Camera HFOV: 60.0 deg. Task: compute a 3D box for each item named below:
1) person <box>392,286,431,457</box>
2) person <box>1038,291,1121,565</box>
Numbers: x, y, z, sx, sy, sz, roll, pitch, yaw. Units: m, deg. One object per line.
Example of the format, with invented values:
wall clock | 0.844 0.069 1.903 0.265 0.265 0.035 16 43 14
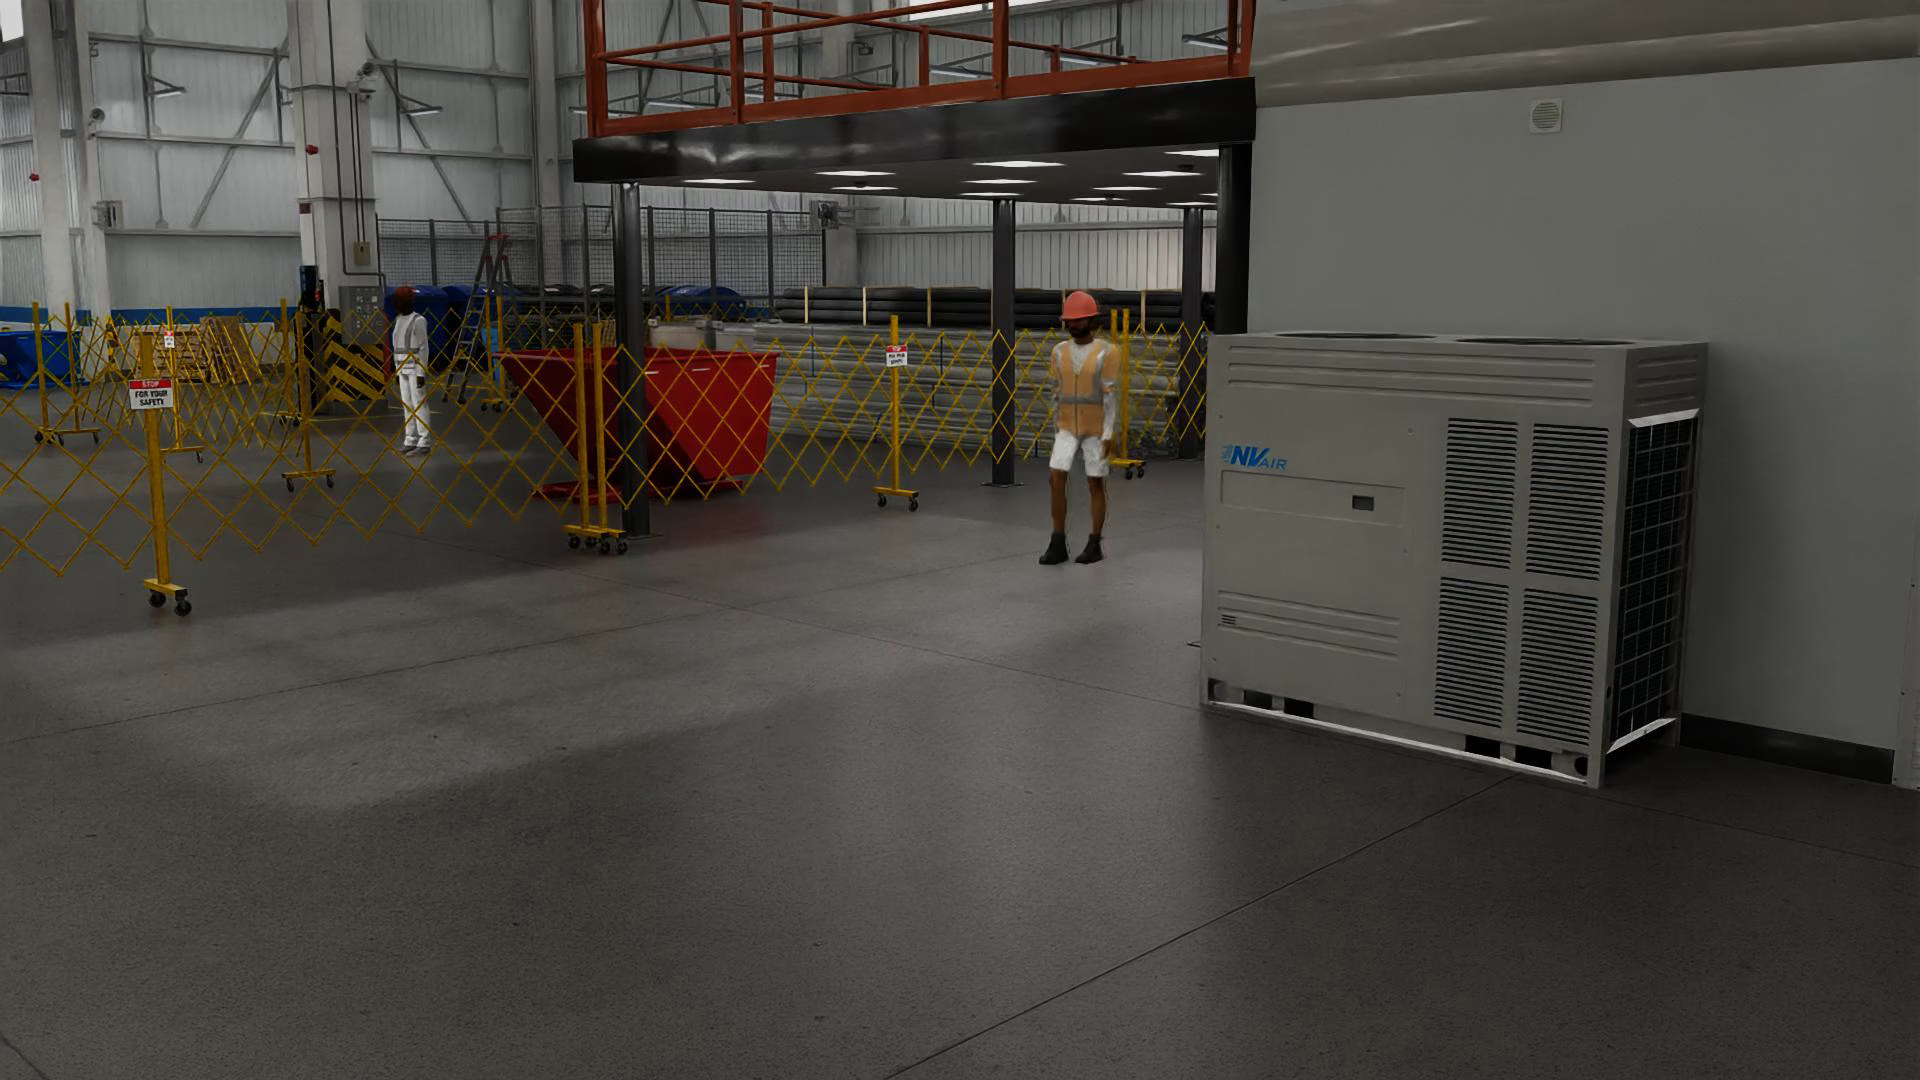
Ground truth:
person | -6.075 -1.857 18.384 0.574 1.883 0.355 9 13 43
person | 0.818 -0.752 11.533 0.546 1.914 0.722 5 10 28
